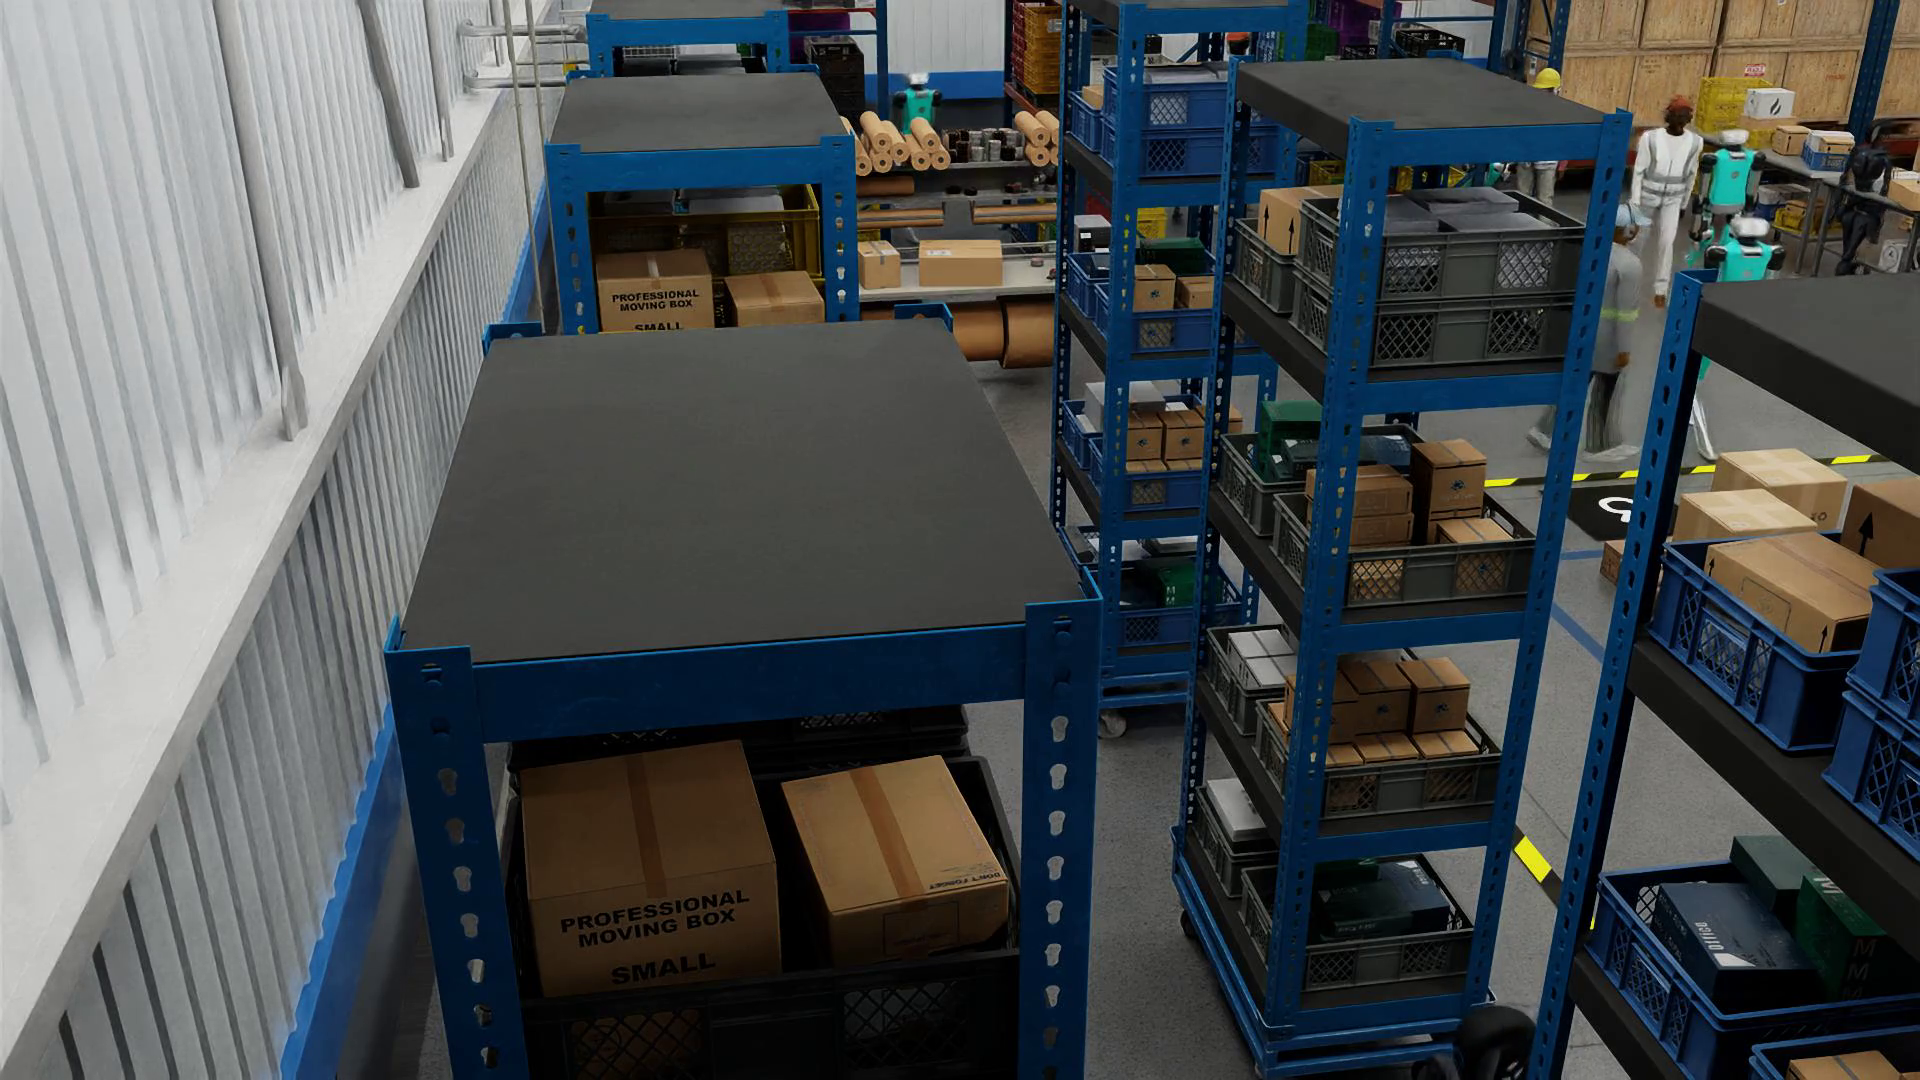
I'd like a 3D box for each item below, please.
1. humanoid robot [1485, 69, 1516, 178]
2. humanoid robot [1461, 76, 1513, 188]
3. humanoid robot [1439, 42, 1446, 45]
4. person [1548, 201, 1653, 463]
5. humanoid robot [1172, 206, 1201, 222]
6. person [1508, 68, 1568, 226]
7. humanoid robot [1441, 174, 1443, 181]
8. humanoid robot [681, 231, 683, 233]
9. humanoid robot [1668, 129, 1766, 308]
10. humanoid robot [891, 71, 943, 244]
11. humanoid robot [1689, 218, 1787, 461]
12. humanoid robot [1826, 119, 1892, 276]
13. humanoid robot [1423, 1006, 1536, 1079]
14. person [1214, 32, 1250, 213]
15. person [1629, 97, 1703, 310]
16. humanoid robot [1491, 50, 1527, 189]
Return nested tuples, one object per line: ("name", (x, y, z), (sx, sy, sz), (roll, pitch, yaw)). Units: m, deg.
("humanoid robot", (5.620, -4.103, 17.513), (0.315, 1.659, 0.599), (11, 27, 23))
("humanoid robot", (5.266, -3.844, 16.805), (0.542, 1.723, 0.692), (-1, 25, -3))
("humanoid robot", (5.364, -4.819, 19.030), (0.545, 1.798, 0.825), (3, 25, 7))
("person", (4.481, -1.436, 11.532), (0.395, 1.852, 0.596), (-8, 26, -17))
("humanoid robot", (2.514, -4.213, 17.758), (0.591, 1.648, 0.344), (10, 26, 20))
("person", (5.793, -3.794, 16.673), (0.598, 1.830, 0.403), (21, 32, 39))
("humanoid robot", (5.220, -4.535, 18.238), (0.533, 1.677, 0.735), (12, 27, 24))
("humanoid robot", (-1.868, -1.305, 11.479), (0.612, 1.642, 0.484), (1, 25, 3))
("humanoid robot", (6.556, -2.752, 14.597), (0.564, 1.823, 0.892), (1, 25, 3))
("humanoid robot", (-0.579, -3.952, 17.212), (0.547, 1.840, 0.866), (-13, 28, -26))
("humanoid robot", (5.366, -1.492, 11.868), (0.537, 1.768, 1.047), (1, 25, 1))
("humanoid robot", (8.135, -2.998, 15.153), (0.720, 1.631, 0.590), (-7, 26, -16))
("humanoid robot", (1.314, 1.953, 4.413), (0.773, 1.627, 0.606), (-10, 27, -21))
("person", (2.996, -4.593, 18.162), (0.389, 2.040, 0.613), (22, 32, 39))
("person", (6.407, -3.123, 15.223), (0.570, 1.852, 0.952), (6, 25, 13))
("humanoid robot", (6.126, -4.691, 18.820), (0.600, 1.655, 0.356), (-11, 27, -22))
